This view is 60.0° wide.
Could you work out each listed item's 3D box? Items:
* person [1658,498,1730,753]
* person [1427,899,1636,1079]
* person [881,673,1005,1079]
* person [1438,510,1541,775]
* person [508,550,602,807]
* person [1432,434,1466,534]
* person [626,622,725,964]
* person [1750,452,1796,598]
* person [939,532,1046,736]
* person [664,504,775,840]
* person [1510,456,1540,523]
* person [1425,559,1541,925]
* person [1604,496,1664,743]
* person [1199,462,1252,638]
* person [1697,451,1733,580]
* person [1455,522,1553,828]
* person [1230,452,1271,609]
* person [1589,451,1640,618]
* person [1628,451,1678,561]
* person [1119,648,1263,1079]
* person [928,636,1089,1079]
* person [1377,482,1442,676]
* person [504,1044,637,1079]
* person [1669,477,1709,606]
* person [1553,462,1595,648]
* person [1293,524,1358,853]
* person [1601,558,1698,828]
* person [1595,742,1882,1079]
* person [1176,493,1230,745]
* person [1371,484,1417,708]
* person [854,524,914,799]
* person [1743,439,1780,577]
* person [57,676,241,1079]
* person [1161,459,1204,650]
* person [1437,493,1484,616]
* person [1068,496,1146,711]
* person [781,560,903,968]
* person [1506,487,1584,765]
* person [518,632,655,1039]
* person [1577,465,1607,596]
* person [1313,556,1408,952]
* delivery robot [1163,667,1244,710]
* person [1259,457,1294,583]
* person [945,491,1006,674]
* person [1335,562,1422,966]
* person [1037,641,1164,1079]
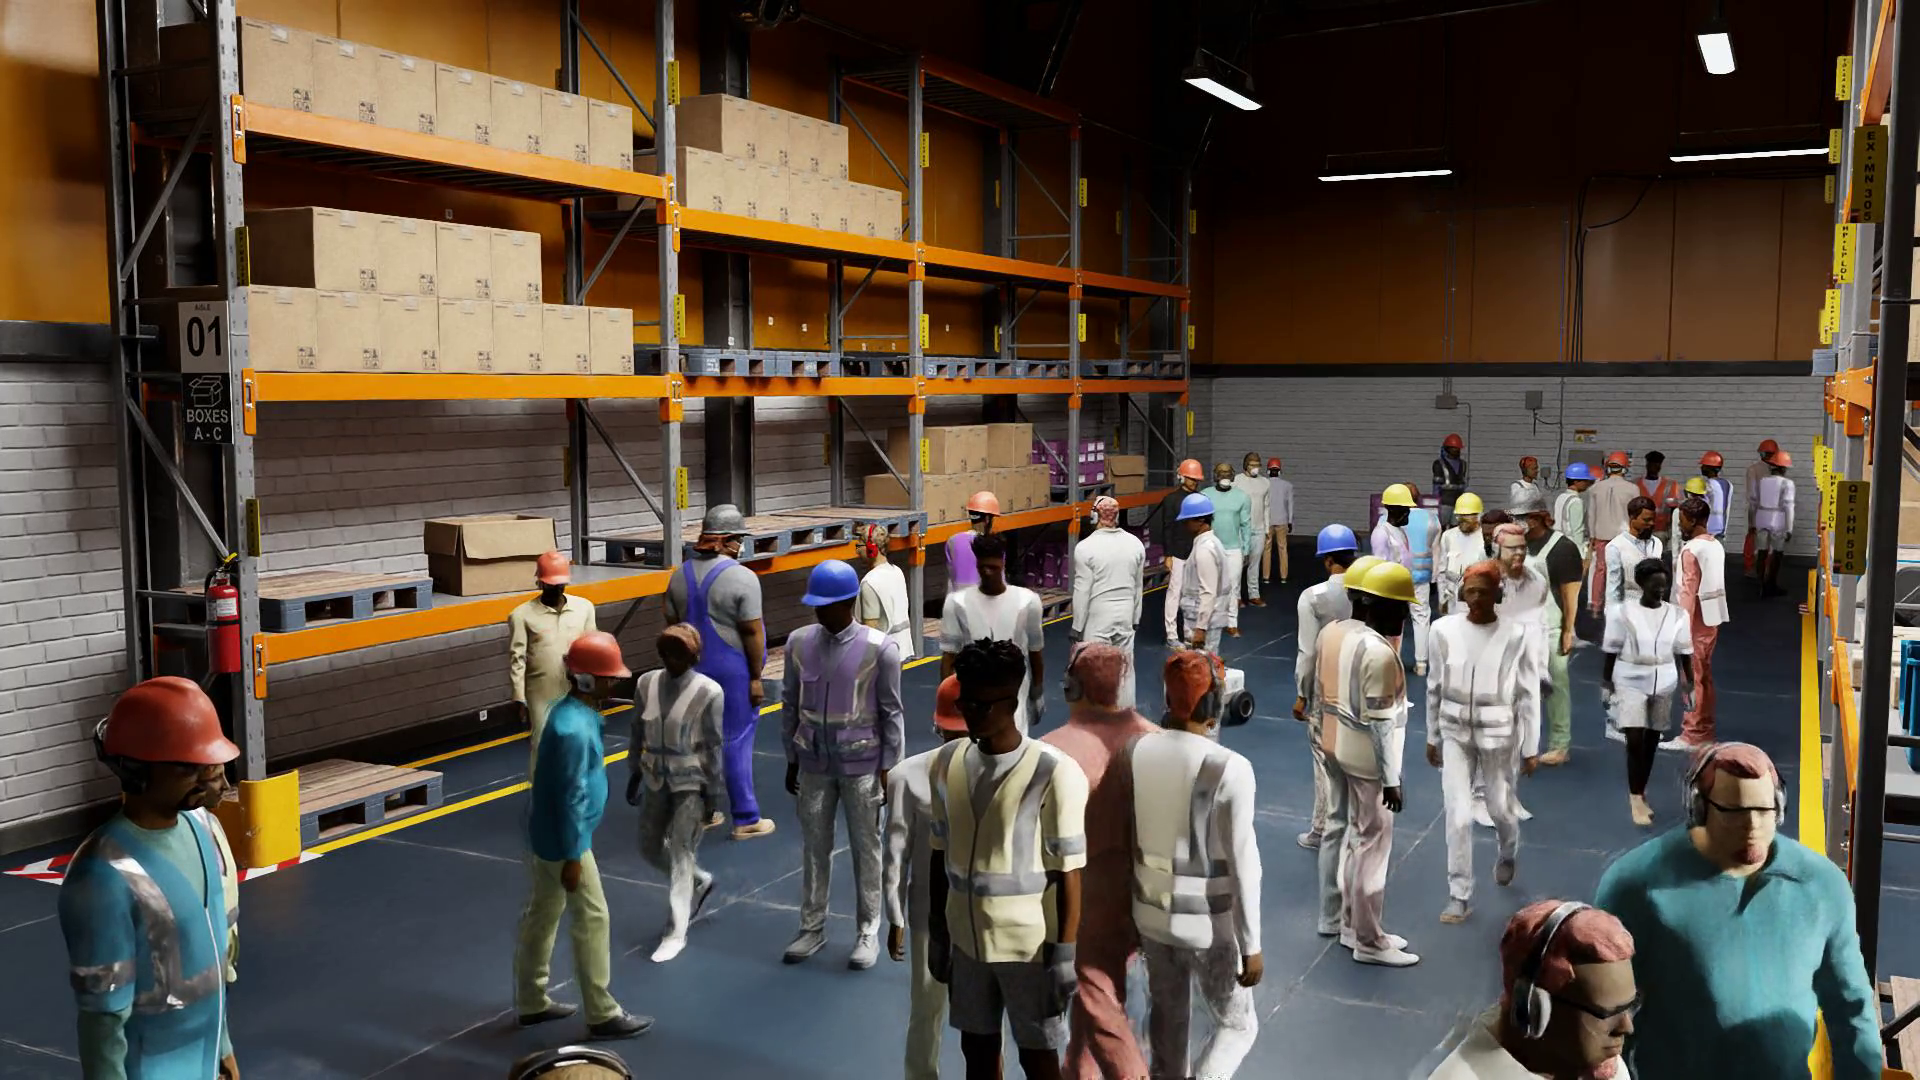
[{"bbox_3d":[5.553,0.640,12.509,0.401,1.910,0.599,5,7,41],"label":"person"},{"bbox_3d":[0.985,1.541,3.003,0.660,1.873,0.821,-5,7,-42],"label":"person"},{"bbox_3d":[0.008,1.327,5.936,0.572,1.747,0.344,-1,5,-9],"label":"person"},{"bbox_3d":[3.696,0.737,11.580,0.619,1.881,0.865,5,7,42],"label":"person"},{"bbox_3d":[-2.499,0.926,10.318,0.575,1.738,0.354,-4,6,-34],"label":"person"},{"bbox_3d":[7.283,-0.555,24.654,0.614,2.038,0.395,-3,6,-27],"label":"person"},{"bbox_3d":[-1.356,1.190,8.087,0.542,1.619,0.578,3,6,26],"label":"person"},{"bbox_3d":[10.489,-0.194,21.516,0.670,1.898,0.620,-5,7,-43],"label":"person"},{"bbox_3d":[0.186,0.897,9.769,0.613,1.900,1.019,0,5,5],"label":"person"},{"bbox_3d":[-1.437,0.789,10.188,0.682,2.000,0.536,3,6,32],"label":"person"},{"bbox_3d":[6.944,-0.082,20.397,0.354,1.883,0.576,5,7,43],"label":"person"},{"bbox_3d":[2.740,1.017,8.698,0.594,1.862,0.788,3,6,32],"label":"person"},{"bbox_3d":[5.200,0.608,12.861,0.598,1.908,0.402,-4,6,-33],"label":"person"},{"bbox_3d":[2.853,0.112,18.089,0.631,1.931,0.373,0,5,2],"label":"person"},{"bbox_3d":[9.298,-0.132,20.621,0.544,1.943,0.347,-3,6,-26],"label":"person"},{"bbox_3d":[3.433,0.834,10.457,0.652,1.903,0.403,-2,6,-18],"label":"person"},{"bbox_3d":[3.578,-0.123,20.551,0.631,1.939,0.372,-2,6,-24],"label":"person"},{"bbox_3d":[7.684,-0.049,19.513,0.408,1.985,0.620,-5,7,-44],"label":"person"},{"bbox_3d":[8.691,-0.165,20.970,0.626,1.939,0.521,2,6,19],"label":"person"},{"bbox_3d":[0.767,1.294,5.639,0.446,1.872,0.596,-5,7,-44],"label":"person"},{"bbox_3d":[0.131,1.279,5.378,0.610,1.961,0.378,4,7,38],"label":"person"},{"bbox_3d":[4.219,0.372,15.736,0.624,1.844,0.429,0,5,-3],"label":"person"},{"bbox_3d":[-0.525,1.587,2.206,0.635,1.931,0.373,-2,6,-18],"label":"person"},{"bbox_3d":[7.908,0.202,17.982,0.528,1.764,0.330,-3,6,-26],"label":"person"},{"bbox_3d":[6.445,0.153,17.520,0.405,1.946,0.610,0,5,2],"label":"person"},{"bbox_3d":[2.235,0.876,9.783,0.601,1.942,0.394,-2,6,-20],"label":"person"},{"bbox_3d":[4.320,0.952,10.355,0.552,1.669,0.695,0,5,-2],"label":"person"},{"bbox_3d":[1.993,1.436,4.249,0.654,1.841,1.039,0,5,1],"label":"person"},{"bbox_3d":[1.832,0.614,12.582,0.413,1.944,0.605,1,5,11],"label":"person"},{"bbox_3d":[3.655,0.489,14.020,0.369,1.925,0.594,3,6,32],"label":"person"},{"bbox_3d":[-0.511,0.813,11.030,0.389,1.837,0.562,2,6,17],"label":"person"},{"bbox_3d":[11.517,-0.448,23.814,0.613,1.985,0.412,-2,6,-25],"label":"person"},{"bbox_3d":[-2.011,1.349,4.247,0.413,2.033,0.606,0,5,-2],"label":"person"},{"bbox_3d":[2.364,0.146,17.364,0.609,1.993,0.382,-4,7,-36],"label":"person"},{"bbox_3d":[4.451,0.495,14.536,0.593,1.822,0.411,5,7,42],"label":"person"},{"bbox_3d":[1.106,0.616,12.755,0.637,1.911,0.406,-3,6,-31],"label":"person"},{"bbox_3d":[-0.570,1.052,7.893,0.605,1.939,0.411,2,6,19],"label":"person"},{"bbox_3d":[4.160,0.608,12.134,0.545,2.000,0.694,-4,7,-36],"label":"person"},{"bbox_3d":[-1.603,1.245,7.032,0.590,1.719,0.562,-2,6,-18],"label":"person"},{"bbox_3d":[8.200,-0.117,21.635,0.776,1.729,0.558,-3,6,-25],"label":"person"},{"bbox_3d":[1.972,1.035,8.150,0.381,1.924,0.593,-2,6,-22],"label":"person"},{"bbox_3d":[1.968,1.176,13.426,0.707,0.478,0.477,-5,7,-42],"label":"delivery robot"},{"bbox_3d":[4.357,-0.273,23.141,0.564,1.751,0.342,0,5,-2],"label":"person"},{"bbox_3d":[0.146,0.578,13.114,0.549,1.923,0.390,4,7,37],"label":"person"},{"bbox_3d":[1.996,1.058,7.967,0.384,1.917,0.588,0,5,3],"label":"person"},{"bbox_3d":[0.517,1.292,5.799,0.677,1.859,0.956,-4,7,-36],"label":"person"}]
